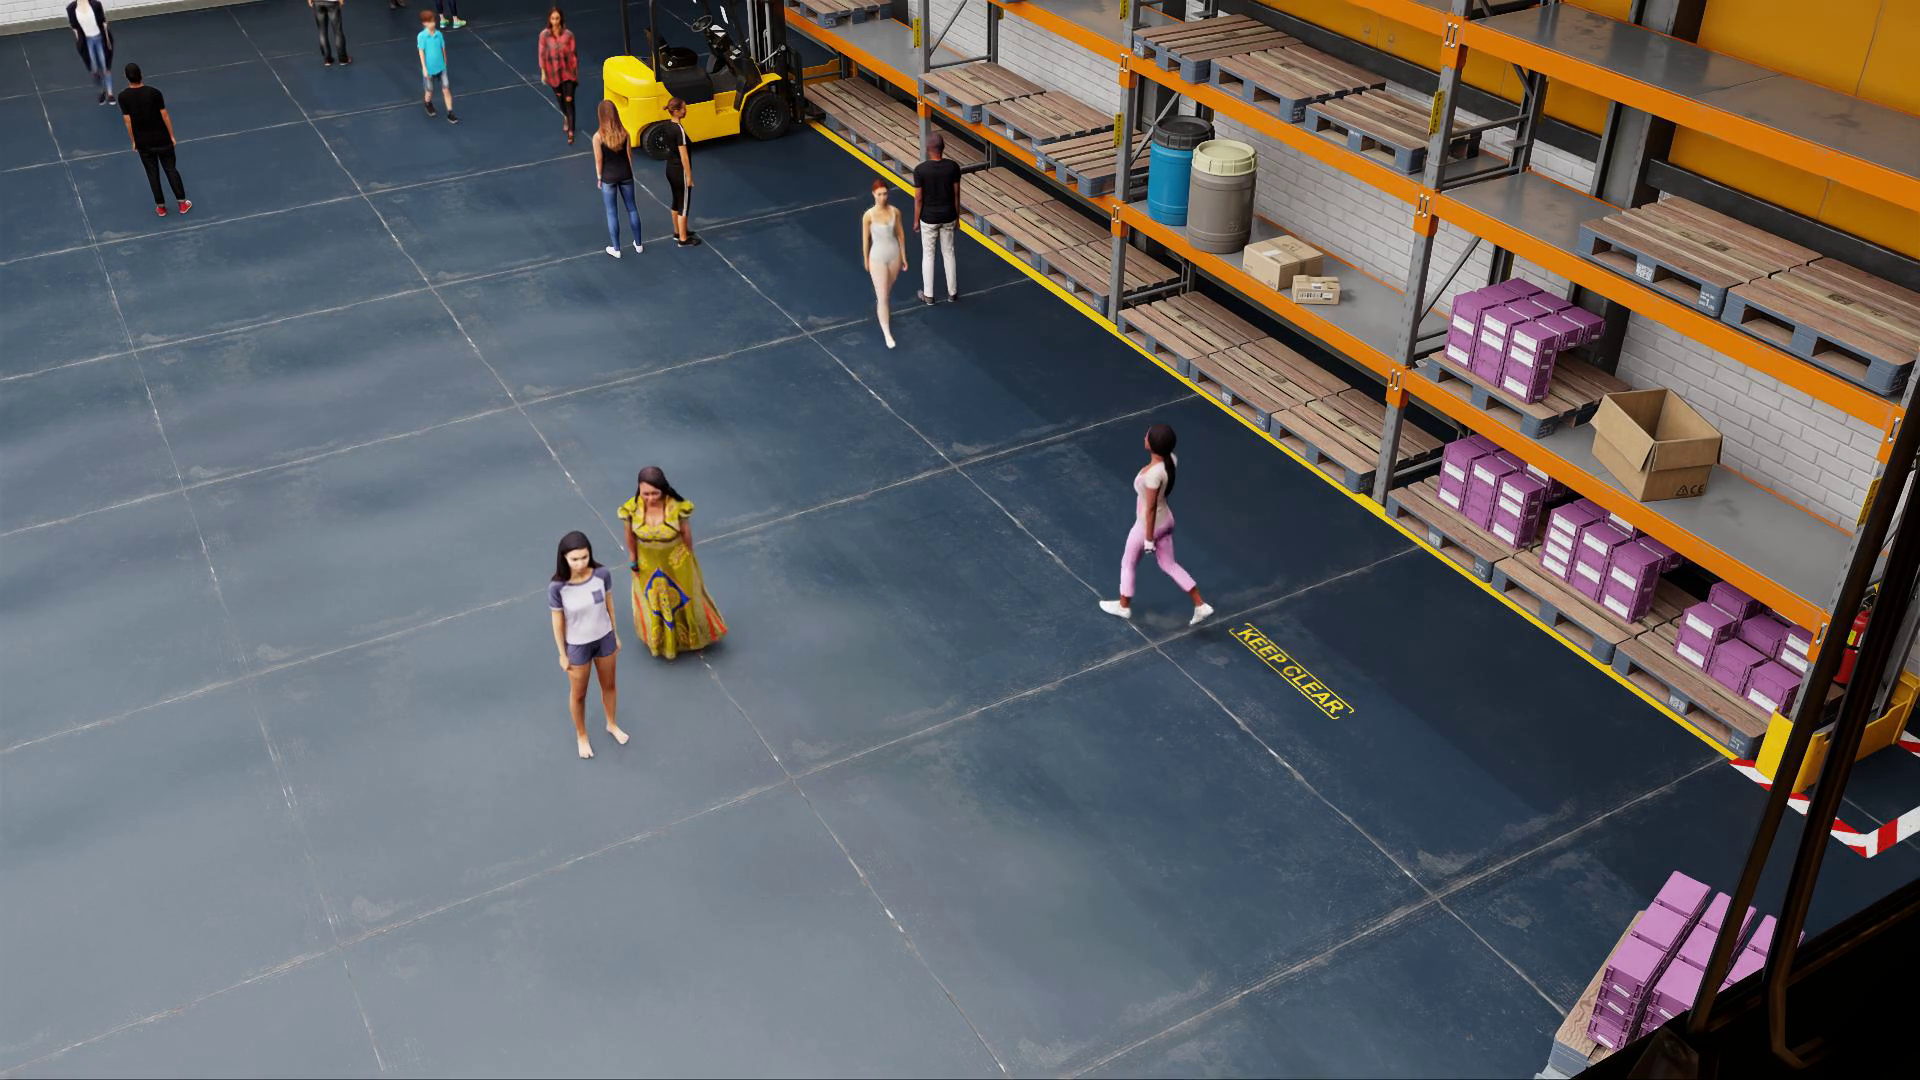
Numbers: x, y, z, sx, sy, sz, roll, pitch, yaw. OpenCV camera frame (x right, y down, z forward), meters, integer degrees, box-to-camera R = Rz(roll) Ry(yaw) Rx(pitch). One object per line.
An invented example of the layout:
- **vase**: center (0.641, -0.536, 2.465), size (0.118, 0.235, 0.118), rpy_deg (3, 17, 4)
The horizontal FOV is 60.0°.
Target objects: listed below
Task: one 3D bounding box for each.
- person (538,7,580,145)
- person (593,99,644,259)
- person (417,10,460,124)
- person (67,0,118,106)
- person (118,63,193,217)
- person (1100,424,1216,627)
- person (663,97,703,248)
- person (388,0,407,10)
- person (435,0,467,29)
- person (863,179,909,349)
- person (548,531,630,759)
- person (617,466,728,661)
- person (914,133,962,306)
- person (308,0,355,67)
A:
- **person**: center (-5.057, -5.909, 21.084), size (0.959, 1.651, 1.201), rpy_deg (-2, 34, -2)
- **person**: center (-3.726, -3.919, 18.027), size (0.589, 1.721, 0.492), rpy_deg (-19, 38, -26)
- **person**: center (-6.897, -6.193, 21.712), size (0.572, 1.430, 0.924), rpy_deg (-21, 39, -29)
- **person**: center (-11.550, -6.660, 22.196), size (0.632, 1.672, 0.704), rpy_deg (-15, 36, -21)
- **person**: center (-9.210, -4.571, 18.975), size (0.664, 1.758, 0.628), rpy_deg (-12, 35, -17)
- **person**: center (1.510, -0.062, 12.231), size (1.193, 1.714, 0.973), rpy_deg (17, 37, 24)
- **person**: center (-3.096, -4.054, 18.279), size (0.639, 1.667, 0.453), rpy_deg (-17, 37, -23)
- **person**: center (-8.966, -9.035, 26.090), size (0.569, 1.316, 0.528), rpy_deg (28, 42, 35)
- **person**: center (-7.849, -8.624, 25.123), size (0.676, 1.702, 0.730), rpy_deg (8, 34, 11)
- **person**: center (-0.759, -2.786, 16.434), size (0.628, 1.598, 1.086), rpy_deg (-13, 36, -19)
- **person**: center (-2.478, 0.676, 11.104), size (0.593, 1.732, 0.494), rpy_deg (-20, 38, -27)
- **person**: center (-2.140, 0.143, 11.993), size (0.963, 1.637, 0.922), rpy_deg (-5, 34, -8)
- **person**: center (-0.227, -3.273, 16.980), size (0.706, 1.805, 0.677), rpy_deg (-9, 35, -14)
- **person**: center (-9.009, -7.646, 23.561), size (0.722, 1.804, 0.720), rpy_deg (1, 34, 1)
